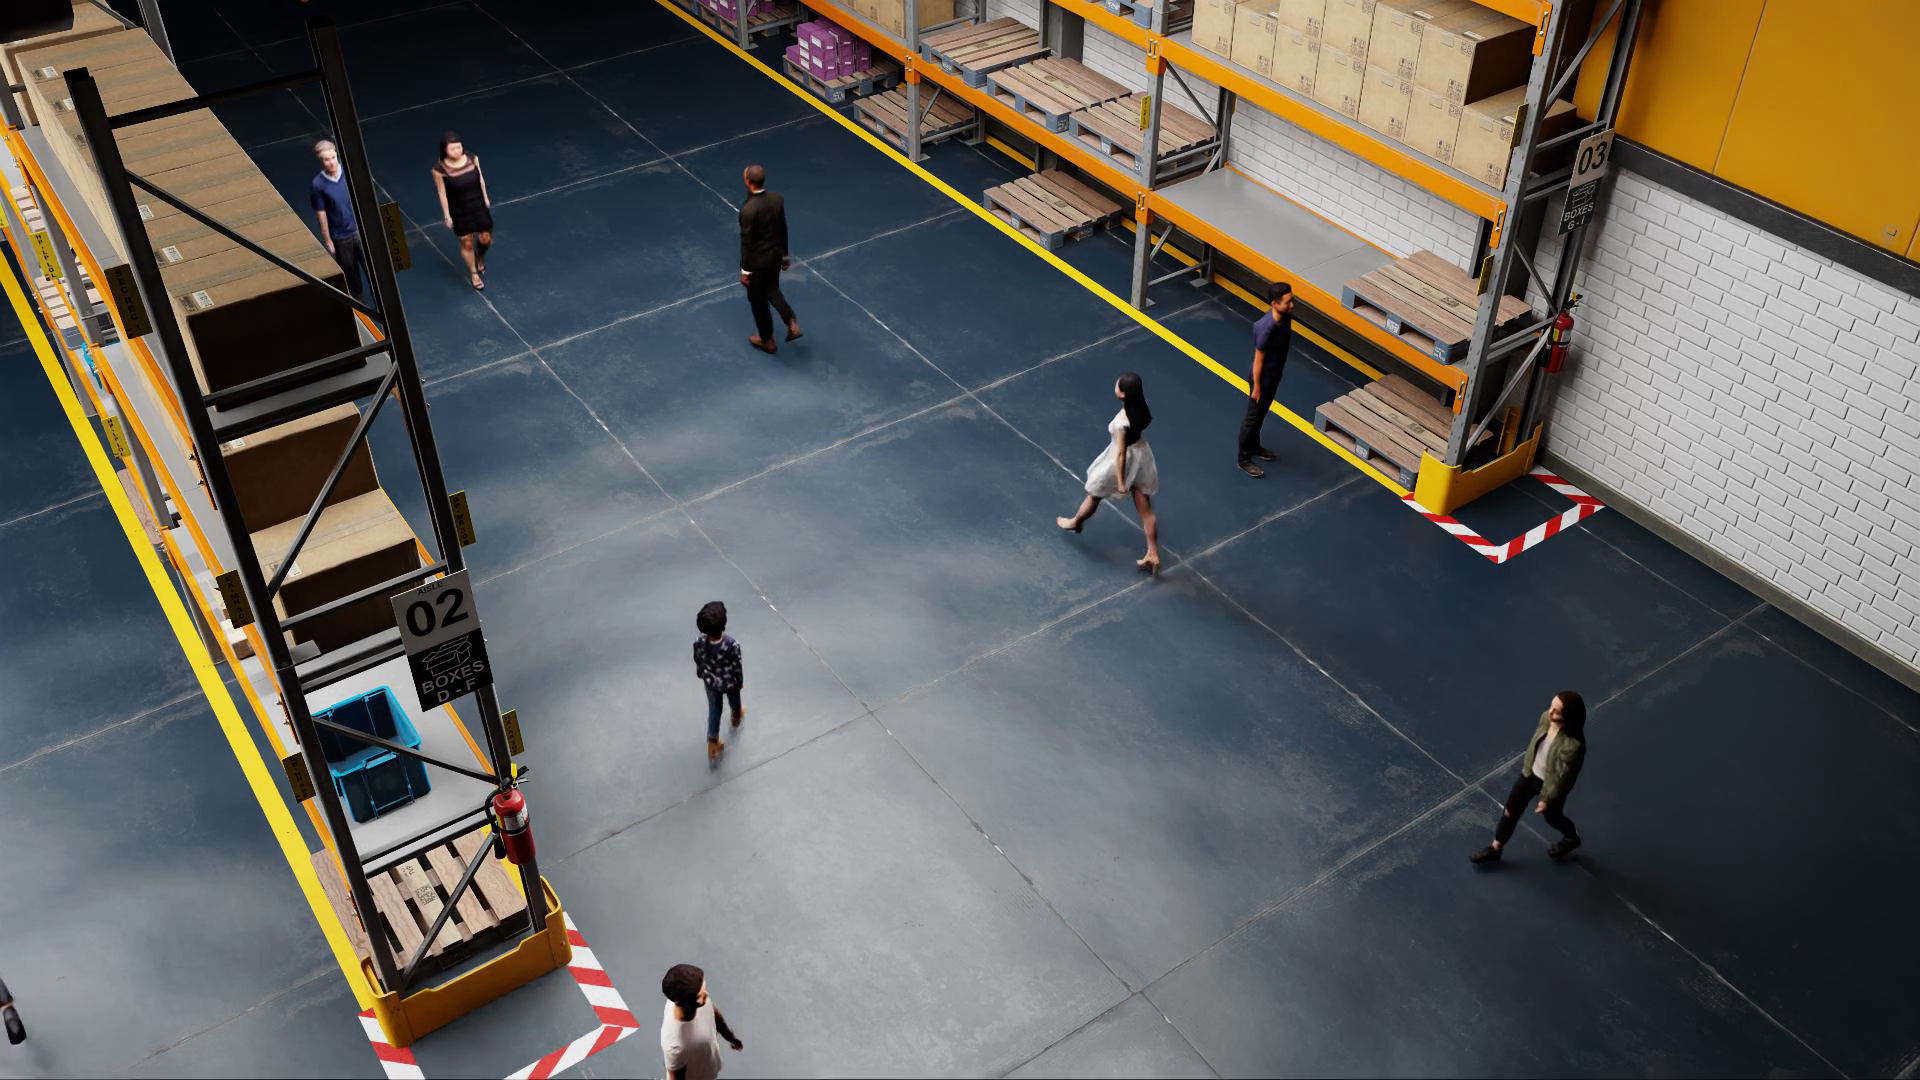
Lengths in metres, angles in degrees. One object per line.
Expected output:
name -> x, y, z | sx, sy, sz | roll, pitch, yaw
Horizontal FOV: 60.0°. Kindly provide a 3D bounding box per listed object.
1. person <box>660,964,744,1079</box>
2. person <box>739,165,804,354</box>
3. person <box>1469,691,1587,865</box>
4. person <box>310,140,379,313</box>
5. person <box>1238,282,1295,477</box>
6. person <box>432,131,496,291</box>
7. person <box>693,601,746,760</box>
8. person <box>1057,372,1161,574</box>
person -> -1.485, 2.794, 8.801 | 1.041, 1.687, 1.060 | 0, 39, 0
person -> -1.752, -2.535, 15.310 | 0.939, 1.893, 0.818 | 27, 46, 30
person -> 3.785, 1.538, 10.567 | 0.808, 1.446, 0.979 | -12, 40, -15
person -> -5.877, -2.974, 15.897 | 0.677, 1.845, 0.893 | -23, 44, -26
person -> 2.561, -1.386, 13.951 | 0.663, 1.793, 0.705 | 22, 44, 26
person -> -4.898, -3.266, 16.373 | 0.673, 1.707, 0.663 | -26, 45, -28
person -> -1.669, 0.965, 11.458 | 0.809, 1.229, 0.891 | 4, 39, 5
person -> 1.376, -0.496, 12.890 | 1.251, 1.725, 0.843 | 27, 46, 29
